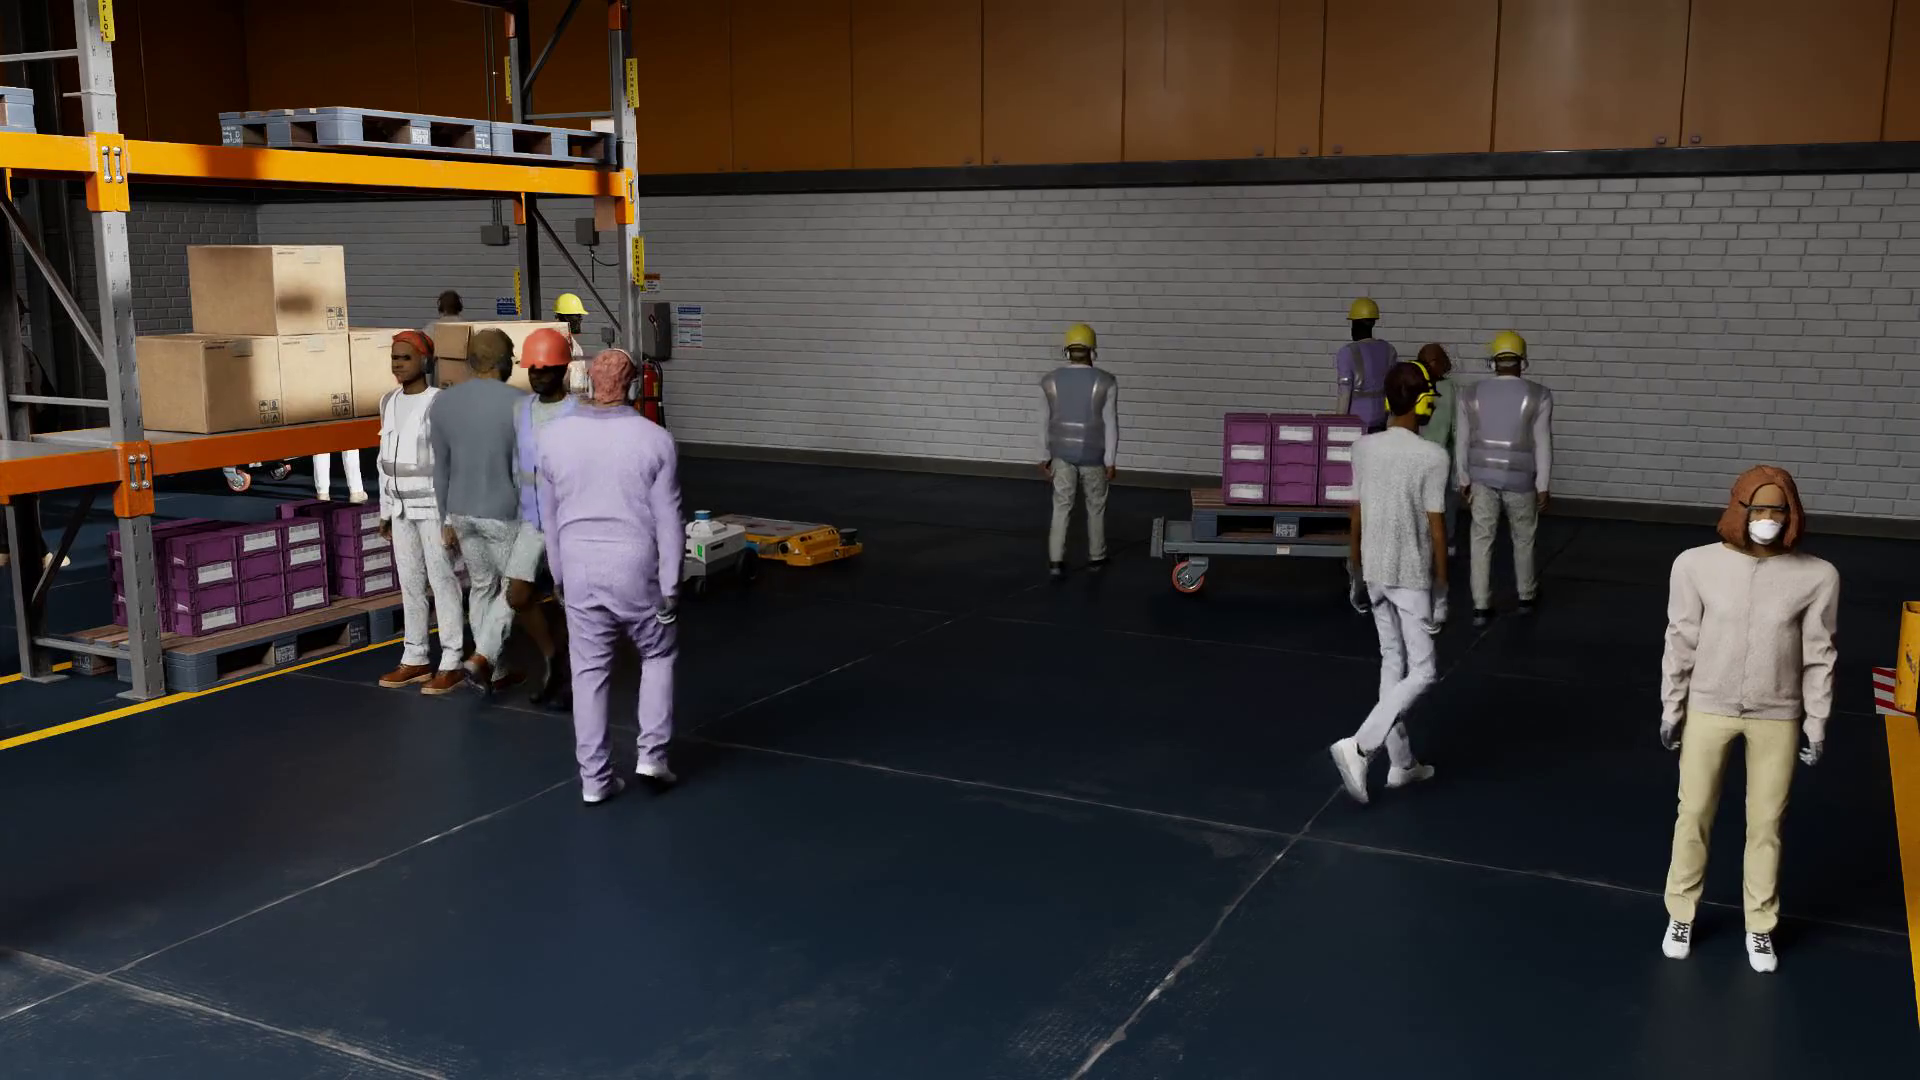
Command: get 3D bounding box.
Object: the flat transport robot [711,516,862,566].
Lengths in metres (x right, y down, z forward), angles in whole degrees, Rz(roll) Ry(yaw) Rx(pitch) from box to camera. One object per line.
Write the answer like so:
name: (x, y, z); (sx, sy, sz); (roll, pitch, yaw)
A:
flat transport robot: (-1.507, -0.010, 12.549); (1.431, 0.197, 0.652); (6, 11, 31)

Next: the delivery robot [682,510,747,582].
delivery robot: (-1.719, 0.044, 11.147); (0.477, 0.478, 0.707); (3, 10, 19)

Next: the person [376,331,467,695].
person: (-2.809, -0.141, 8.645); (0.582, 1.884, 0.351); (6, 11, 29)

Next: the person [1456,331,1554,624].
person: (3.427, -0.400, 10.398); (0.608, 1.791, 0.850); (6, 12, 33)

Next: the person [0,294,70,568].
person: (-6.828, -0.812, 12.075); (0.676, 2.000, 0.536); (7, 12, 34)

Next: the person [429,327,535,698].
person: (-2.404, -0.113, 8.414); (0.637, 1.919, 0.593); (3, 10, 16)

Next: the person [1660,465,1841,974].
person: (2.494, 0.567, 5.301); (0.499, 1.627, 0.278); (4, 10, 21)

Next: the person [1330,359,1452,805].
person: (1.797, 0.176, 6.914); (0.727, 1.852, 0.545); (-7, 12, -35)

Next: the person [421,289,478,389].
person: (-4.994, -1.512, 16.472); (0.639, 1.920, 0.519); (-2, 10, -12)

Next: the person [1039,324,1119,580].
person: (0.830, -0.621, 11.692); (0.601, 1.797, 0.840); (4, 10, 20)

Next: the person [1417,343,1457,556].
person: (3.422, -0.651, 12.390); (0.754, 1.599, 0.518); (-3, 10, -17)

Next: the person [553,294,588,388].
person: (-3.407, -1.181, 14.540); (0.367, 1.927, 0.587); (-5, 11, -25)

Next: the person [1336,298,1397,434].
person: (3.186, -0.952, 13.216); (0.587, 1.928, 0.363); (-6, 12, -33)

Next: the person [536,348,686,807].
person: (-1.430, 0.154, 6.939); (0.660, 1.889, 0.561); (1, 10, 8)

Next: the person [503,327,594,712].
person: (-2.016, -0.088, 8.234); (0.566, 1.917, 0.436); (4, 11, 24)

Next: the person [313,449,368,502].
person: (-5.739, -1.254, 15.212); (0.633, 1.842, 0.429); (-2, 10, -9)
